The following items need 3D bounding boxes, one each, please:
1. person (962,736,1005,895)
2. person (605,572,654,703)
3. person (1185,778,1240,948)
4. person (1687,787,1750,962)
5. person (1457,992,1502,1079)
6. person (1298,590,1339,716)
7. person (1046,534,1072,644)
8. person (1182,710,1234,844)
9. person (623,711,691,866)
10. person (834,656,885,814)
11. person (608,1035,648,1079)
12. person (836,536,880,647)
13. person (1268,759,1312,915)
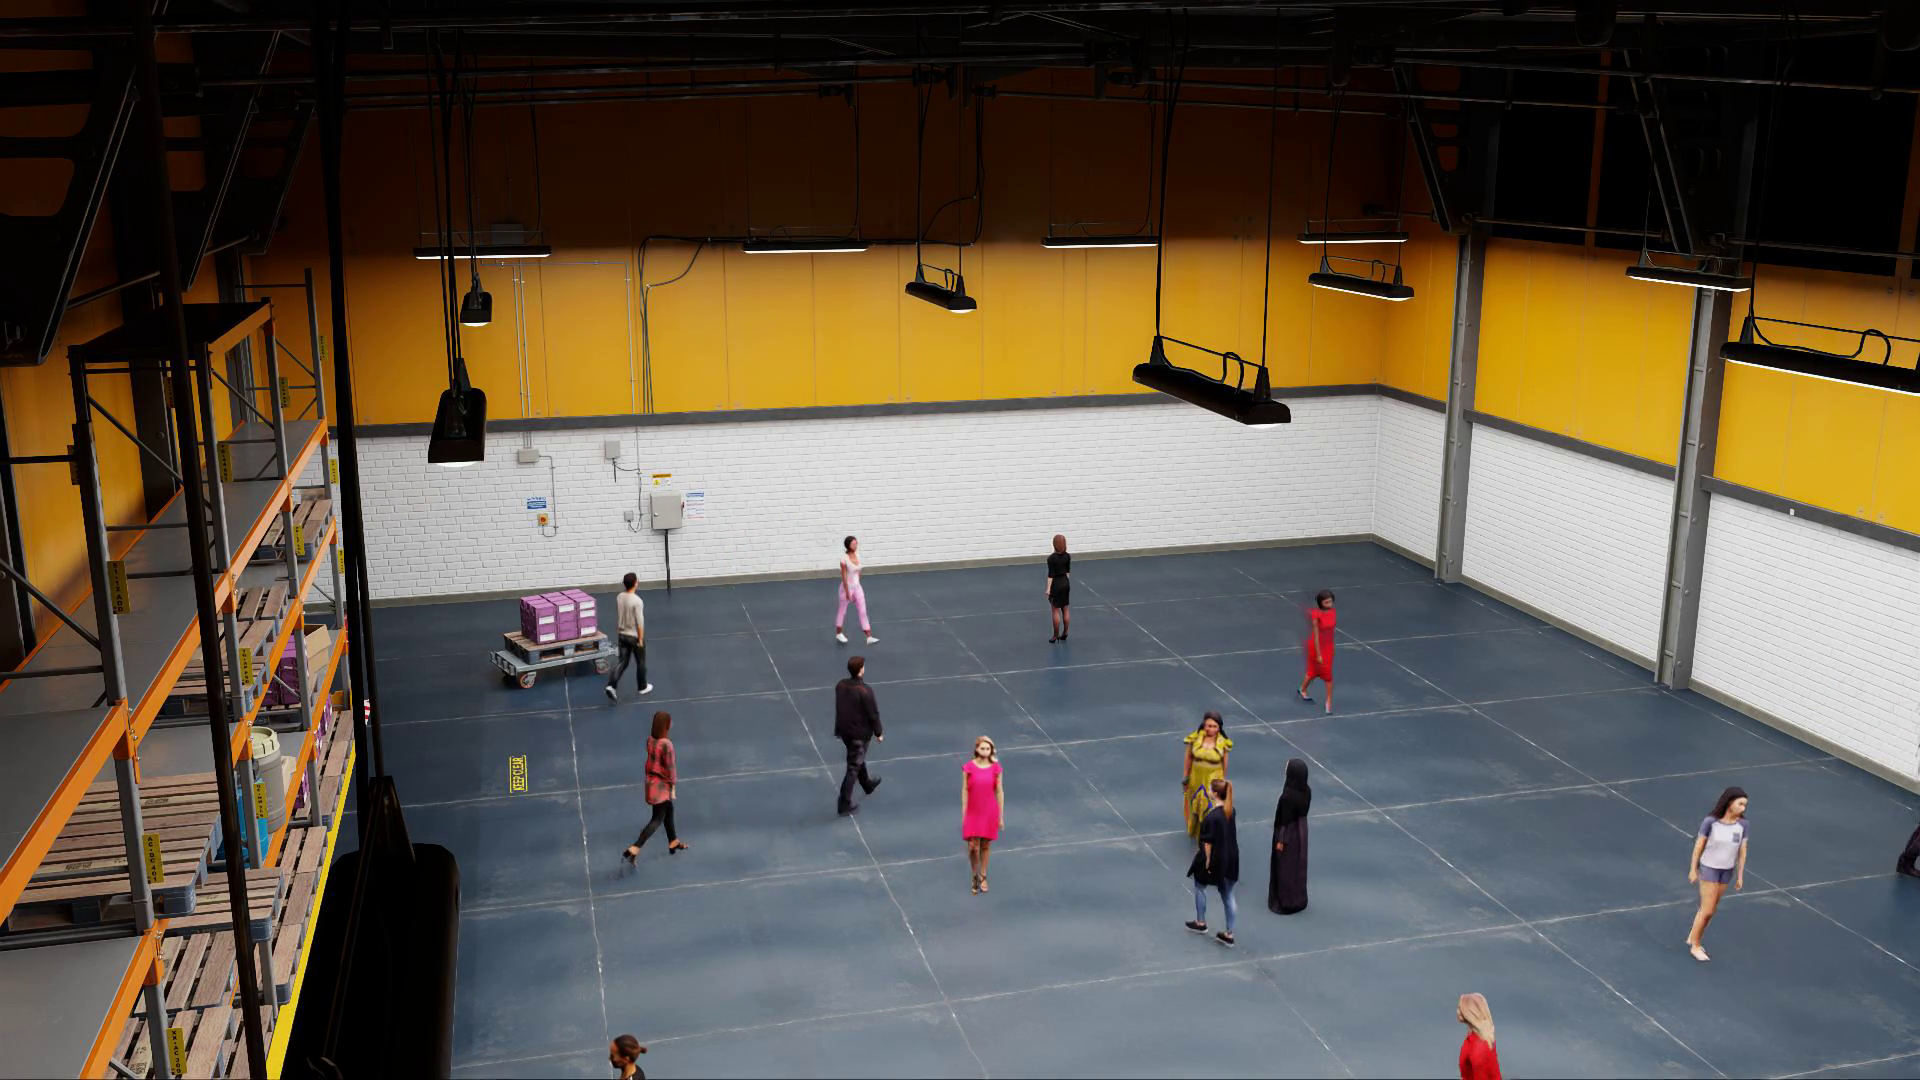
[{"bbox_3d":[0.214,2.791,17.118,0.629,1.712,0.667,-1,14,-5],"label":"person"},{"bbox_3d":[-4.601,1.354,22.901,1.105,1.783,1.183,7,15,27],"label":"person"},{"bbox_3d":[2.551,3.108,15.916,0.769,1.661,0.883,-9,16,-32],"label":"person"},{"bbox_3d":[7.106,3.129,15.745,0.674,1.701,0.718,1,14,4],"label":"person"},{"bbox_3d":[3.811,4.102,11.866,1.214,1.635,1.172,6,15,24],"label":"person"},{"bbox_3d":[4.865,1.487,22.531,0.626,1.698,0.961,-7,15,-25],"label":"person"},{"bbox_3d":[1.531,0.741,25.594,0.650,1.706,0.625,-10,17,-37],"label":"person"},{"bbox_3d":[2.661,2.613,18.052,1.028,1.618,1.291,3,14,11],"label":"person"},{"bbox_3d":[-3.270,2.674,17.694,1.032,1.668,1.143,-13,19,-42],"label":"person"},{"bbox_3d":[-1.260,2.266,19.120,1.202,1.790,1.187,11,17,38],"label":"person"},{"bbox_3d":[-2.238,4.175,11.493,0.647,1.668,0.469,-3,14,-11],"label":"person"},{"bbox_3d":[-1.741,0.786,25.429,0.933,1.698,1.189,-12,18,-41],"label":"person"},{"bbox_3d":[3.330,2.947,16.681,0.752,1.614,0.708,11,17,37],"label":"person"}]
